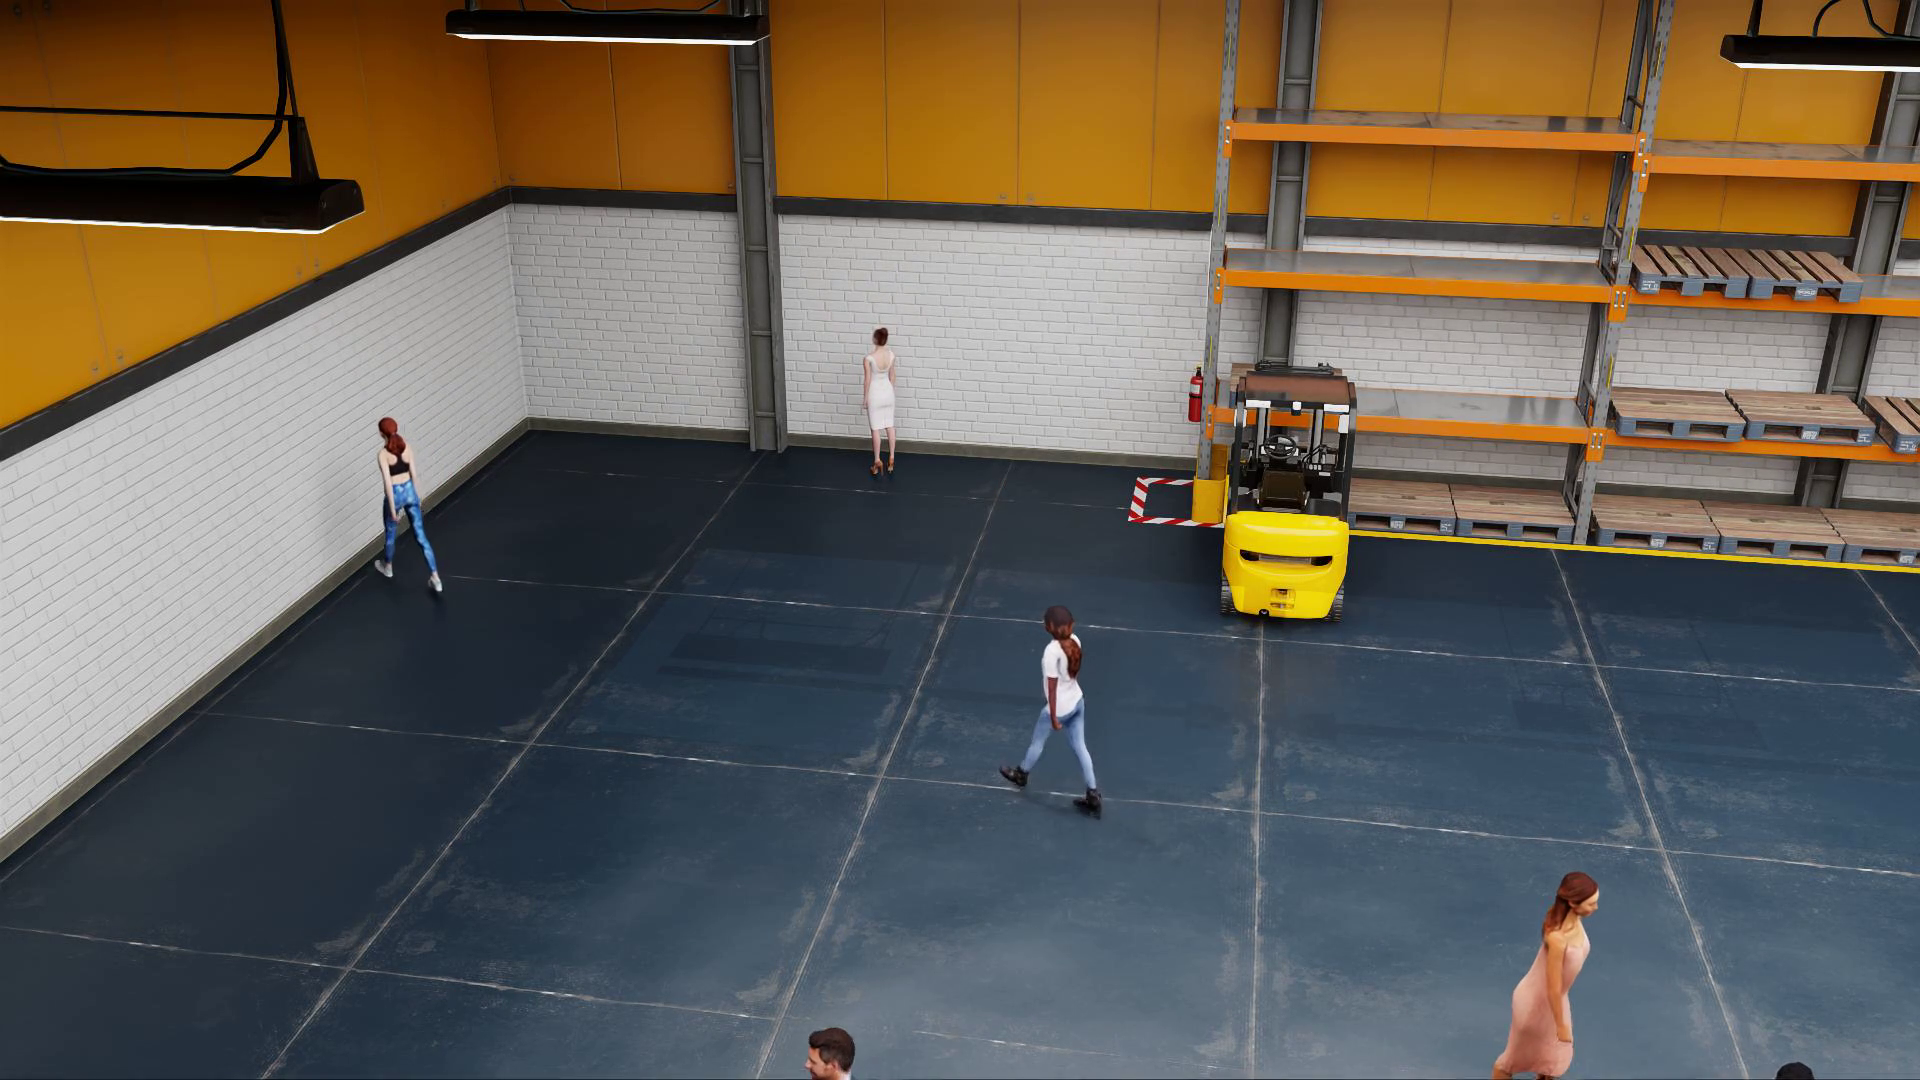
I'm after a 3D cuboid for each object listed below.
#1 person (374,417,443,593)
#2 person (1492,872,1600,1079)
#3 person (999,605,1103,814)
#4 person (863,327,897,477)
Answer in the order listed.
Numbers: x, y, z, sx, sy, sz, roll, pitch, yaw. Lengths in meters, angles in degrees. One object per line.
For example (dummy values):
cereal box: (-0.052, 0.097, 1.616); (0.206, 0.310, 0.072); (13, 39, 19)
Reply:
person: (-5.425, -0.298, 16.313); (1.251, 1.723, 0.981); (19, 30, 36)
person: (3.303, 2.633, 9.492); (0.825, 1.815, 0.757); (20, 31, 39)
person: (0.859, 1.321, 12.676); (1.213, 1.669, 0.952); (17, 29, 34)
person: (-0.916, -1.612, 19.242); (0.610, 1.784, 0.695); (-12, 26, -26)
